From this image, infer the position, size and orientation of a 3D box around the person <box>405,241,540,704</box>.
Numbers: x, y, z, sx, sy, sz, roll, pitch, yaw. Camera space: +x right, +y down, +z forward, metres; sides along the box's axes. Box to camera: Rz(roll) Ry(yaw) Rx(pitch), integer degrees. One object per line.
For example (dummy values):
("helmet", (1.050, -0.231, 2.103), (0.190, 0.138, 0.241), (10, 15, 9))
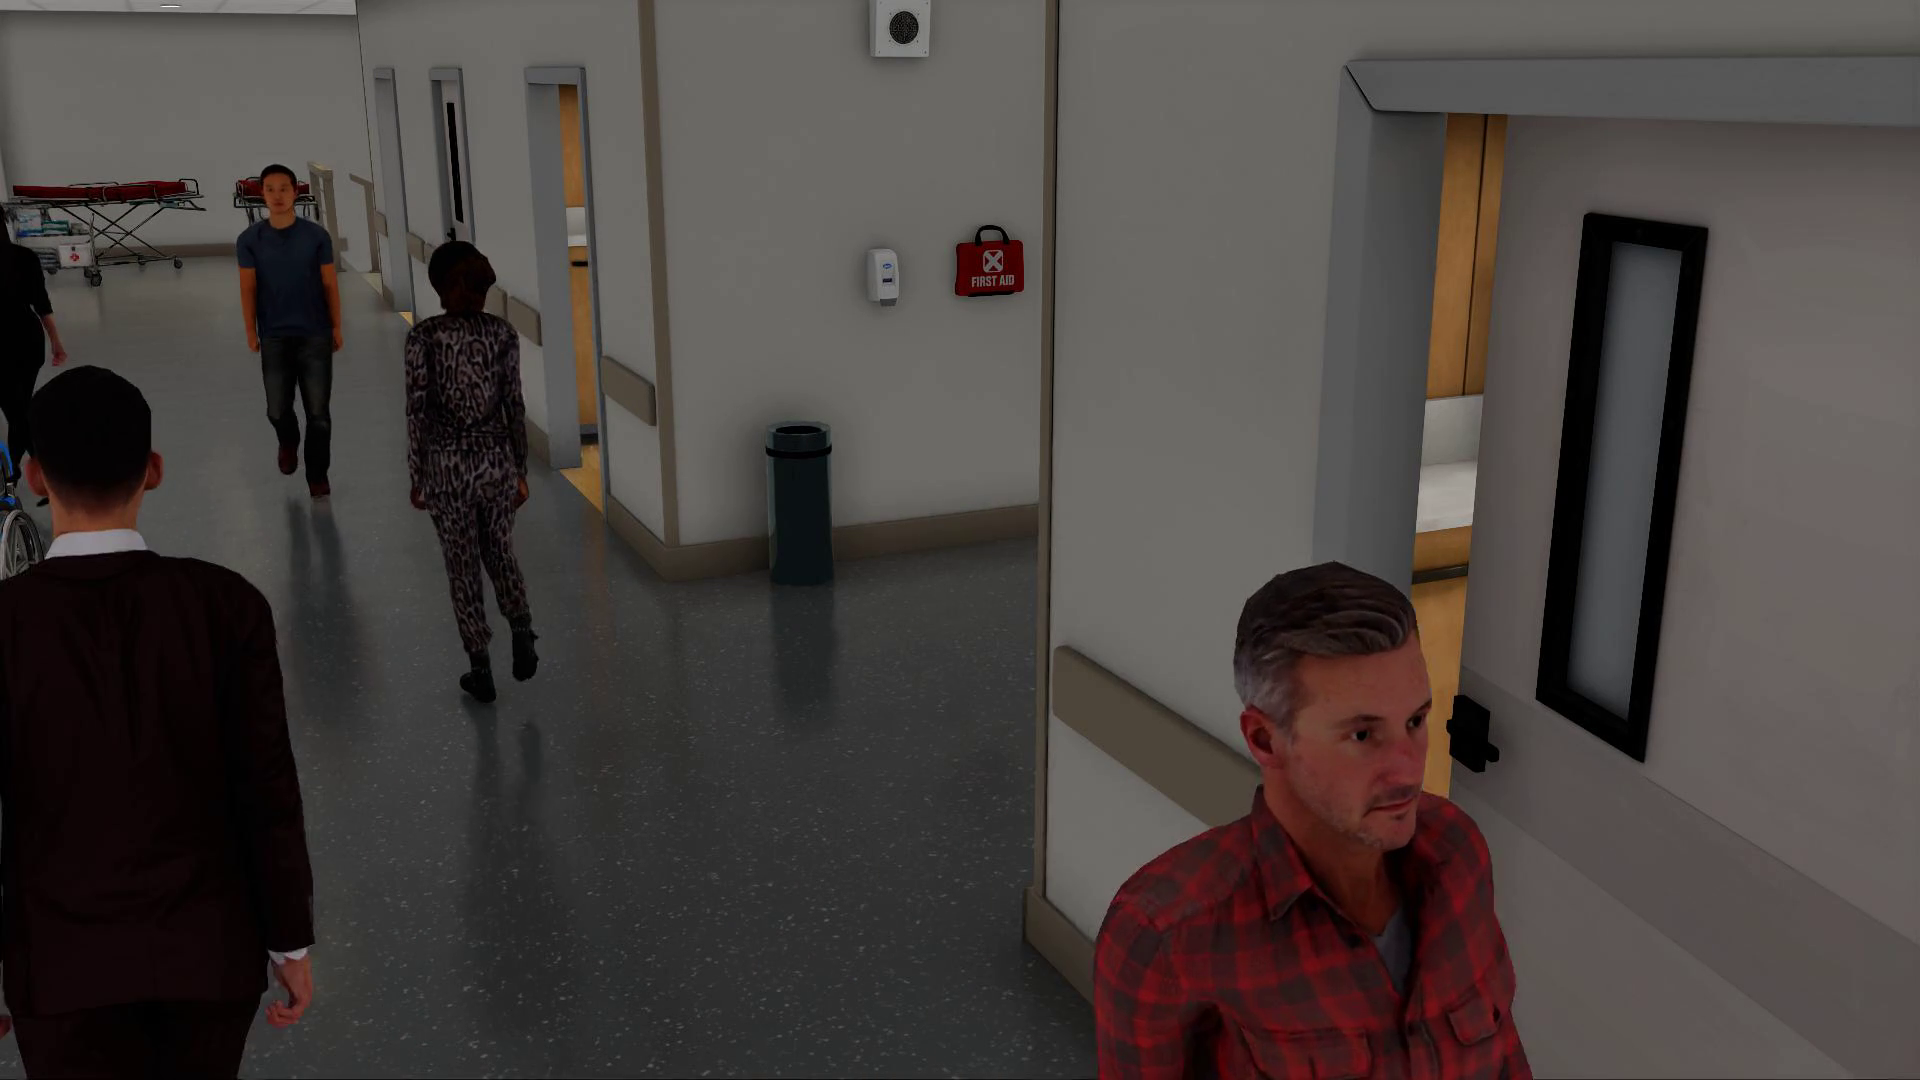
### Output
("person", (-1.738, -0.208, 6.020), (0.646, 1.702, 0.753), (-11, 19, -35))

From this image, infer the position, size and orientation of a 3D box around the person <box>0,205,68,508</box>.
("person", (-4.996, -0.950, 8.835), (1.237, 1.602, 1.038), (9, 18, 29))

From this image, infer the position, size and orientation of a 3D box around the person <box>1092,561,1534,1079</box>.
("person", (0.354, 0.882, 1.977), (0.754, 1.797, 1.193), (-9, 18, -30))

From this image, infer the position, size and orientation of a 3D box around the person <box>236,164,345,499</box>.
("person", (-3.662, -1.143, 9.163), (0.662, 1.797, 0.824), (-7, 17, -22))

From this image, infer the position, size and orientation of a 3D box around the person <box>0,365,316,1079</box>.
("person", (-1.272, 0.683, 2.608), (0.797, 1.839, 1.241), (-11, 19, -33))
